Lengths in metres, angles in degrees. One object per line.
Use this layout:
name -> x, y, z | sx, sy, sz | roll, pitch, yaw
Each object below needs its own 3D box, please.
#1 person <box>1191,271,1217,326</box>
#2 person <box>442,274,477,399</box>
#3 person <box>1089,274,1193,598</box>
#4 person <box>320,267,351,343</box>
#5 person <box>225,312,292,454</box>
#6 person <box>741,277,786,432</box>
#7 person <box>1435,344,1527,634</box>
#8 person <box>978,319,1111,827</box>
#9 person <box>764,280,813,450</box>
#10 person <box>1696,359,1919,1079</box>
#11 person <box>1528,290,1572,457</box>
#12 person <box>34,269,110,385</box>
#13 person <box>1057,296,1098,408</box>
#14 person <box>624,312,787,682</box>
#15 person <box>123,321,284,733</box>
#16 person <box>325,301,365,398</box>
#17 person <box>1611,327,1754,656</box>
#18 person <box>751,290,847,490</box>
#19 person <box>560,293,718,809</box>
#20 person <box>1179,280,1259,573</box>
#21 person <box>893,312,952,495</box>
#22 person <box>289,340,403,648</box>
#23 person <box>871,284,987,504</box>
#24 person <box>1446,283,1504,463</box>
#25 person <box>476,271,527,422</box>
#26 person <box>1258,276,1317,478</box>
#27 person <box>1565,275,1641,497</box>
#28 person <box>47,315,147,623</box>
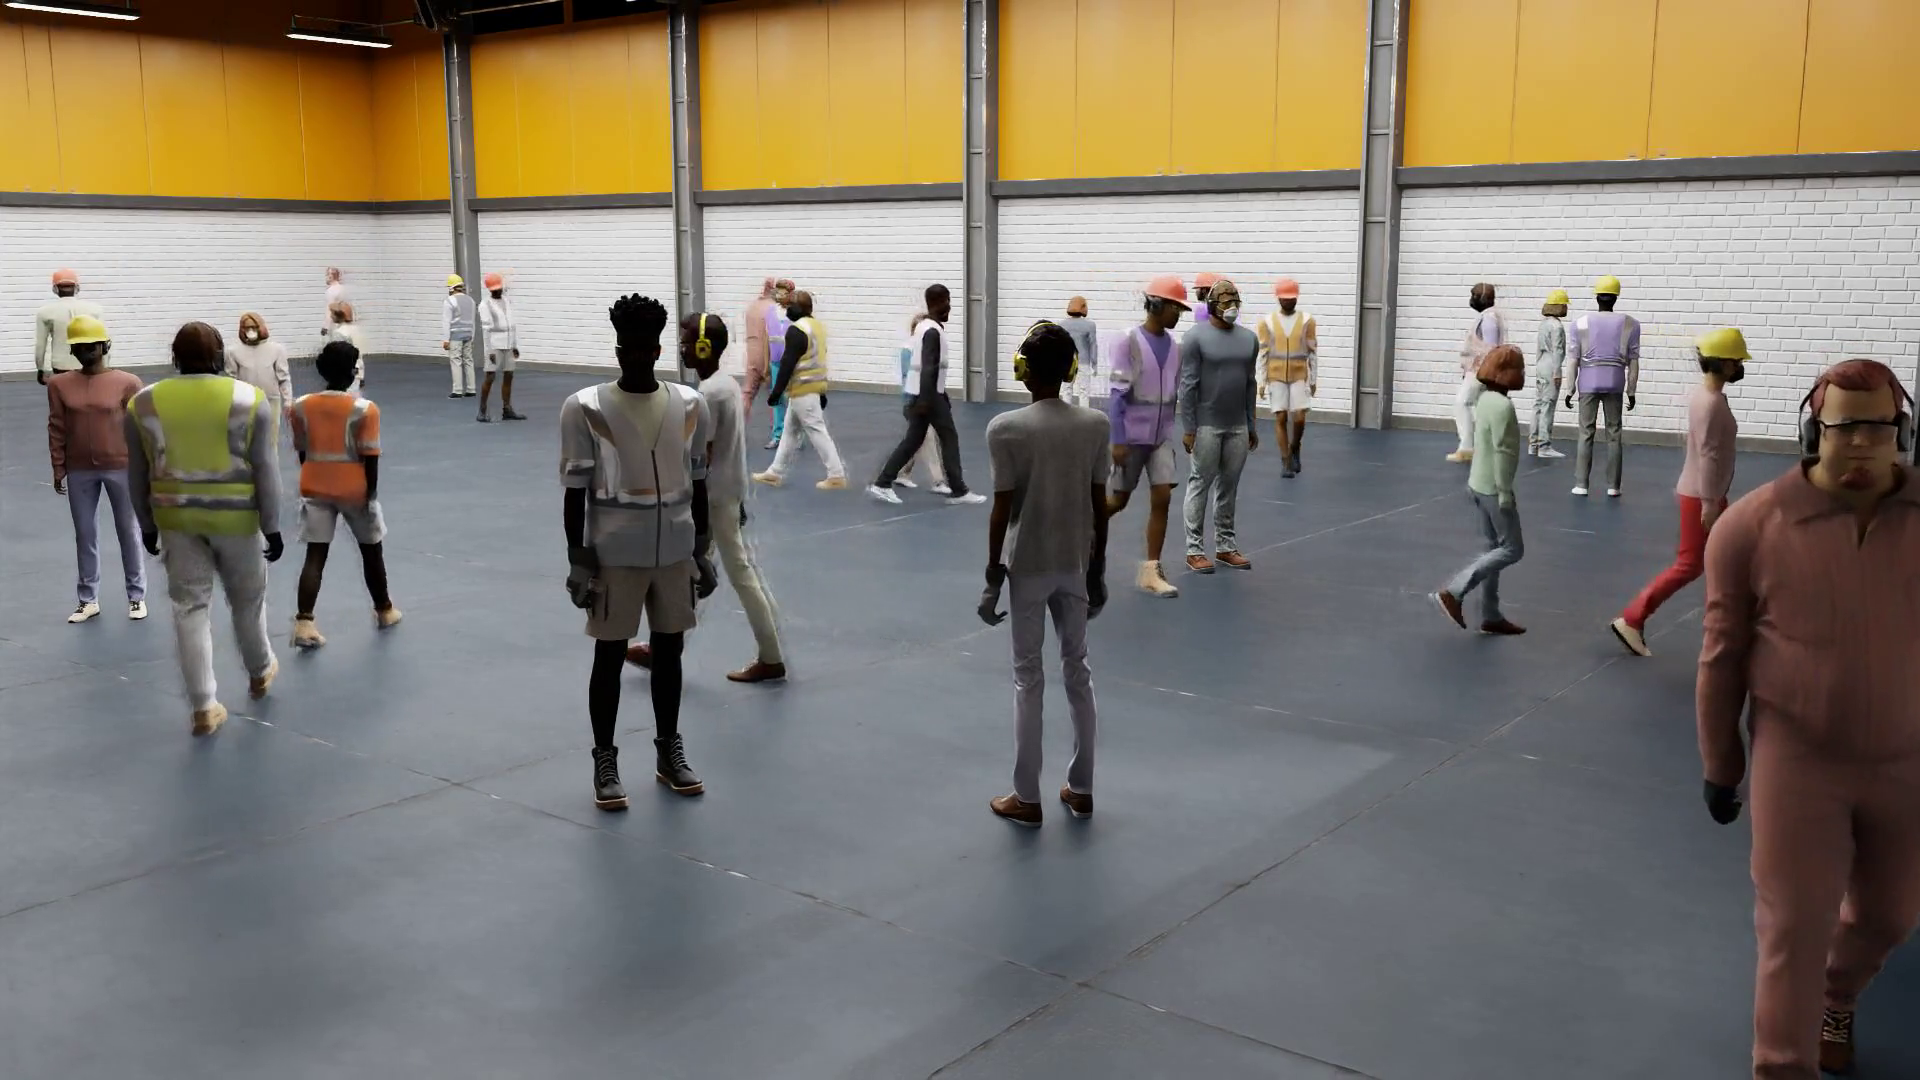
person -> 2.635, -1.936, 18.017 | 0.473, 1.921, 0.585 | 8, 13, 39
person -> -7.332, -2.963, 24.307 | 0.404, 1.825, 0.584 | 5, 11, 25
person -> 1.120, -0.676, 10.490 | 0.635, 1.994, 0.912 | -5, 11, -29
person -> -10.334, -3.542, 27.442 | 0.653, 1.890, 0.639 | 0, 10, -3
person -> -6.023, -1.147, 14.333 | 0.511, 1.603, 0.693 | -5, 11, -27
person -> -2.211, -2.005, 18.639 | 0.725, 1.868, 0.671 | -9, 13, -41
person -> 2.915, -0.265, 9.142 | 0.435, 1.621, 0.514 | 1, 10, 6
person -> 0.312, 0.128, 6.156 | 0.512, 1.873, 0.329 | -4, 11, -22
person -> -1.852, -1.888, 17.987 | 0.563, 1.837, 0.388 | 3, 10, 18
person -> 2.098, 0.502, 3.959 | 0.649, 1.877, 0.890 | 2, 10, 11
person -> 6.187, -1.739, 17.391 | 0.324, 1.743, 0.490 | 0, 10, -1
person -> -9.087, -1.774, 16.974 | 0.652, 1.950, 0.962 | -8, 13, -40
person -> 1.359, -2.021, 19.356 | 0.507, 1.631, 0.266 | 4, 11, 22
person -> -1.295, -0.186, 8.122 | 0.941, 1.818, 0.555 | 0, 10, -2
person -> -3.415, -0.089, 7.607 | 0.659, 1.798, 0.919 | -2, 10, -14
person -> -6.520, -1.681, 17.411 | 0.744, 1.606, 0.546 | 0, 10, -1
person -> 3.848, -0.230, 8.660 | 0.648, 1.771, 0.534 | 5, 11, 26
person -> -1.432, -1.340, 14.950 | 0.948, 1.795, 0.622 | 2, 10, 9
person -> -1.222, 0.040, 6.388 | 0.612, 1.962, 0.363 | -6, 12, -33
person -> 1.732, -0.754, 11.092 | 0.630, 1.940, 0.372 | -5, 11, -29
person -> -0.326, -1.220, 14.818 | 0.782, 1.603, 0.523 | 6, 11, 31
person -> -3.392, -0.258, 9.051 | 0.537, 1.651, 0.885 | 1, 10, 5
person -> -0.307, -1.232, 14.101 | 0.954, 1.867, 0.618 | -2, 10, -9
person -> 5.197, -1.685, 16.858 | 0.643, 1.822, 0.631 | 4, 11, 22
person -> -5.853, -2.429, 20.967 | 0.489, 1.903, 0.693 | 5, 11, 26
person -> 3.092, -1.540, 15.737 | 0.553, 1.912, 0.471 | 2, 10, 10
person -> 5.589, -1.334, 14.501 | 0.592, 1.925, 0.385 | 3, 10, 15
person -> -4.942, -0.404, 9.560 | 0.527, 1.768, 0.313 | -2, 10, -12
